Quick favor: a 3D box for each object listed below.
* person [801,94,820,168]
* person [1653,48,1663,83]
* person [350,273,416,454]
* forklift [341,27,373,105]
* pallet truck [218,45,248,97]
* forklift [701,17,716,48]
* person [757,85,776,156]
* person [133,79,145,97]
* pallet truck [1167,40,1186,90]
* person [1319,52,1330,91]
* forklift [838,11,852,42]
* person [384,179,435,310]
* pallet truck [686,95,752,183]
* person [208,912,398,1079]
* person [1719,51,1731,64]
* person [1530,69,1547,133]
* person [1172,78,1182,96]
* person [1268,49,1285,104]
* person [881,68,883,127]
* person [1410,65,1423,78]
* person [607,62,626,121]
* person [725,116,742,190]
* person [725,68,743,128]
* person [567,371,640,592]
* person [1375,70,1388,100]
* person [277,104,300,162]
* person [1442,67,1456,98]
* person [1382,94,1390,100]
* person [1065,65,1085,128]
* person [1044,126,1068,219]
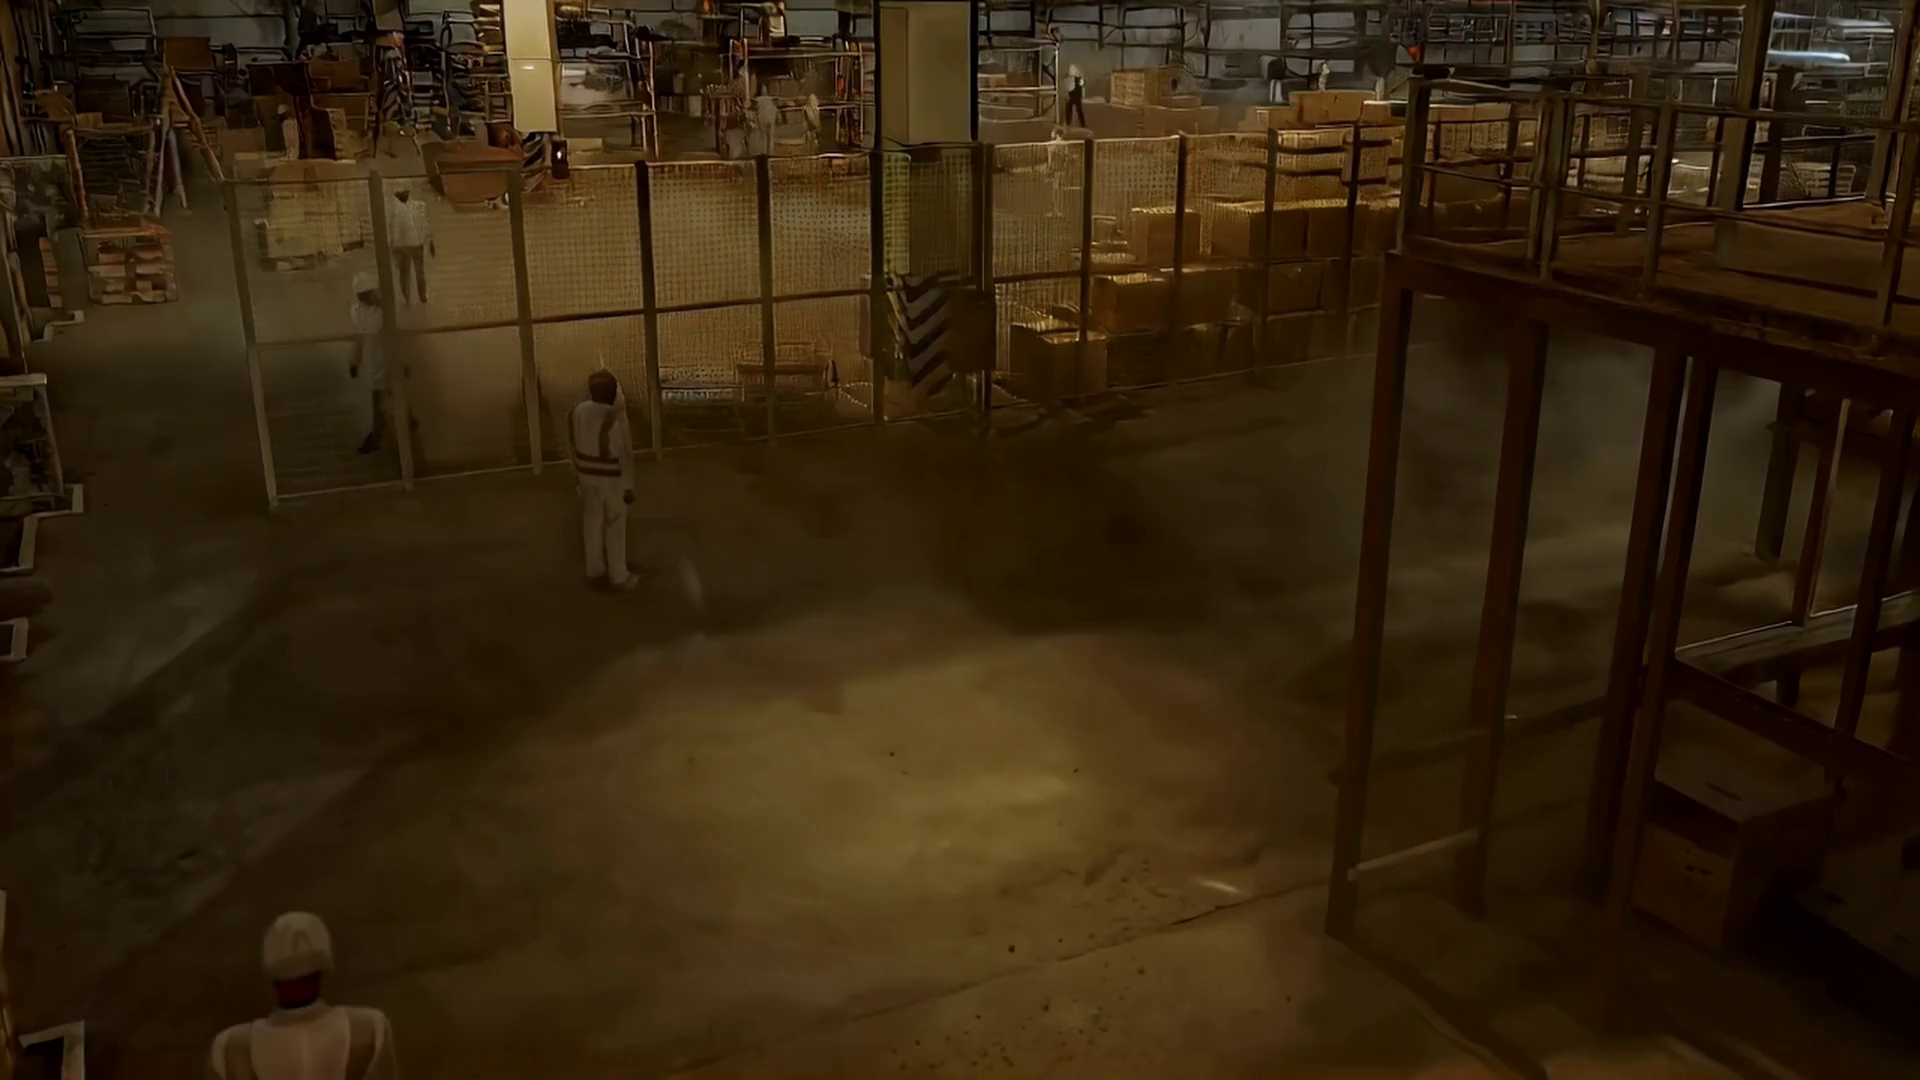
[{"bbox_3d":[-3.793,-10.496,42.670,0.430,1.841,0.624,13,23,32],"label":"person"},{"bbox_3d":[30.094,-20.469,71.918,0.507,1.608,0.667,-7,20,-18],"label":"person"},{"bbox_3d":[-6.215,-1.938,17.800,0.566,1.890,1.003,8,21,22],"label":"person"},{"bbox_3d":[-22.275,-17.346,60.954,1.873,2.768,1.129,-9,21,-25],"label":"forklift"},{"bbox_3d":[-28.879,-18.665,66.111,0.823,1.965,1.885,-3,19,-9],"label":"pallet truck"},{"bbox_3d":[-10.921,-21.323,72.480,1.873,2.768,1.129,-9,21,-25],"label":"forklift"},{"bbox_3d":[-5.171,-11.159,44.440,0.356,1.938,0.638,15,24,37],"label":"person"},{"bbox_3d":[-25.317,-13.406,51.423,0.523,1.631,0.324,7,20,19],"label":"person"},{"bbox_3d":[9.045,-19.971,69.895,0.823,1.965,1.885,-3,19,-8],"label":"pallet truck"},{"bbox_3d":[13.617,-17.307,62.347,0.356,1.883,0.574,-5,20,-13],"label":"person"},{"bbox_3d":[-5.753,-25.038,83.252,1.873,2.768,1.129,-9,21,-25],"label":"forklift"},{"bbox_3d":[-8.261,-4.438,24.959,0.716,1.920,1.023,-5,20,-15],"label":"person"},{"bbox_3d":[-5.836,-9.608,39.856,0.823,1.965,1.885,10,22,27],"label":"pallet truck"},{"bbox_3d":[-2.214,2.200,5.743,0.601,1.917,0.759,-9,21,-25],"label":"person"},{"bbox_3d":[31.173,-19.123,67.953,0.550,1.642,0.885,-3,19,-10],"label":"person"},{"bbox_3d":[17.885,-13.510,51.256,0.551,1.936,0.357,-4,19,-10],"label":"person"},{"bbox_3d":[6.214,-12.545,48.611,0.948,1.827,0.560,13,23,33],"label":"person"},{"bbox_3d":[11.843,-17.352,62.326,0.612,1.982,0.407,6,20,17],"label":"person"},{"bbox_3d":[-2.350,-13.972,52.593,0.352,1.937,0.635,-13,23,-33],"label":"person"},{"bbox_3d":[15.840,-15.672,57.887,0.537,1.695,0.320,-10,22,-27],"label":"person"},{"bbox_3d":[-11.455,-14.960,55.489,0.619,1.911,0.425,-8,20,-21],"label":"person"},{"bbox_3d":[-5.254,-8.899,38.262,0.456,1.678,0.556,5,20,15],"label":"person"},{"bbox_3d":[-7.043,-13.798,52.125,0.615,1.914,0.667,13,23,32],"label":"person"},{"bbox_3d":[-2.906,-0.483,13.664,0.618,1.836,0.431,11,22,28],"label":"person"},{"bbox_3d":[14.278,-15.108,56.377,0.473,1.608,0.521,14,23,34],"label":"person"},{"bbox_3d":[-15.519,-9.106,38.526,0.394,1.917,0.588,-2,19,-5],"label":"person"},{"bbox_3d":[15.583,-14.182,53.288,1.016,1.896,0.541,2,19,5],"label":"person"},{"bbox_3d":[10.559,-10.139,41.515,0.591,1.919,0.390,4,19,12],"label":"person"},{"bbox_3d":[3.675,-14.122,52.876,0.696,2.000,1.057,-9,21,-25],"label":"person"},{"bbox_3d":[1.963,-7.487,33.908,0.515,1.866,0.333,12,22,31],"label":"person"}]
